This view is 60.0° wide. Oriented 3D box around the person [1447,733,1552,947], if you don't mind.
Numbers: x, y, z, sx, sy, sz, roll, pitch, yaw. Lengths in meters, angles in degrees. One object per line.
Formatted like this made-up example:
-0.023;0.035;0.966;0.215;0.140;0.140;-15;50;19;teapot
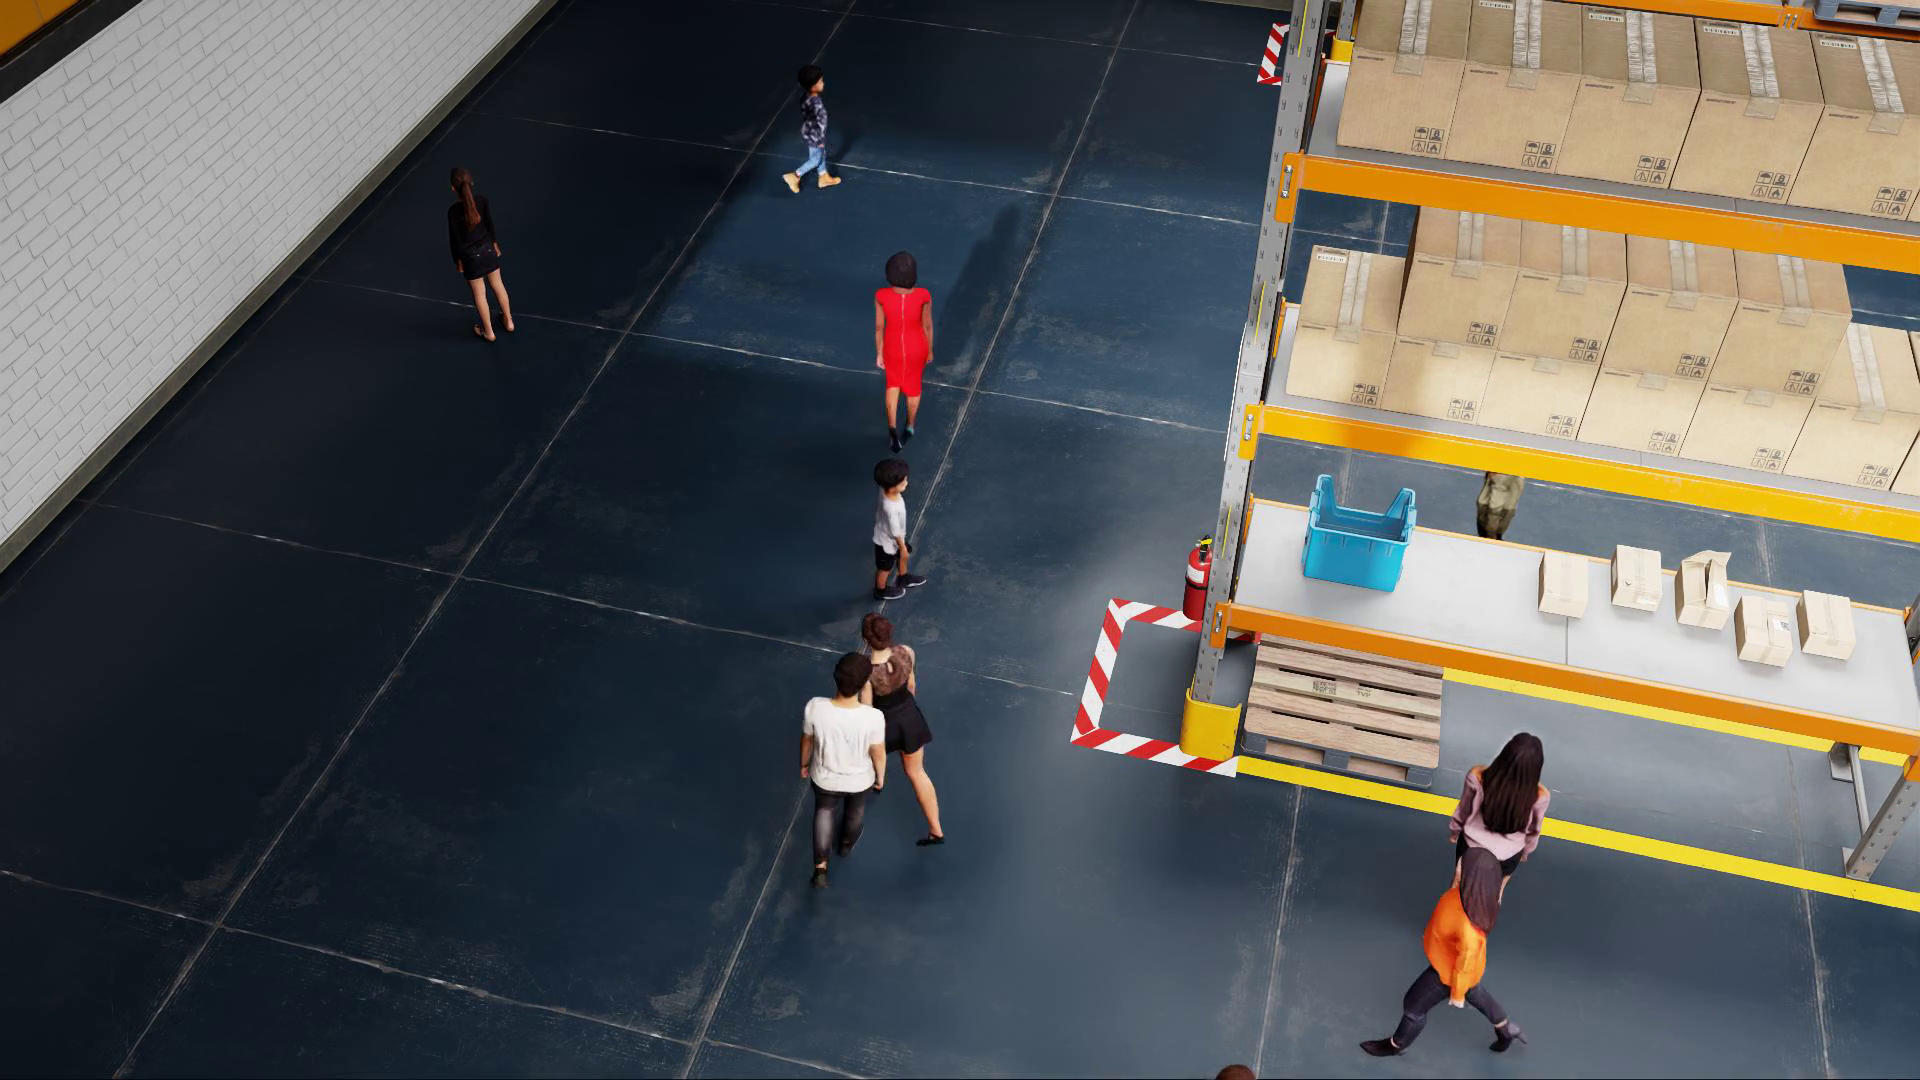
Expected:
2.879;1.667;9.029;0.494;1.812;0.695;15;46;15;person

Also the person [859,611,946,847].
-0.354;1.136;9.714;1.032;1.635;1.113;-24;49;-23;person

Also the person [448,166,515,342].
-3.888;-2.320;13.400;0.643;1.556;0.685;-32;52;-29;person

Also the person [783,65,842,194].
-1.375;-3.709;15.089;0.856;1.237;0.731;-12;45;-13;person

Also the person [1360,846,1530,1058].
2.631;2.186;8.555;1.077;1.714;0.662;12;45;12;person

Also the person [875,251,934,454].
-0.412;-1.328;12.232;0.793;1.731;0.723;3;44;3;person

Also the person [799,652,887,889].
-0.688;1.355;9.437;0.885;1.699;0.796;0;44;0;person

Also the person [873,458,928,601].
-0.535;-0.049;11.239;0.698;1.247;0.617;-7;44;-7;person
